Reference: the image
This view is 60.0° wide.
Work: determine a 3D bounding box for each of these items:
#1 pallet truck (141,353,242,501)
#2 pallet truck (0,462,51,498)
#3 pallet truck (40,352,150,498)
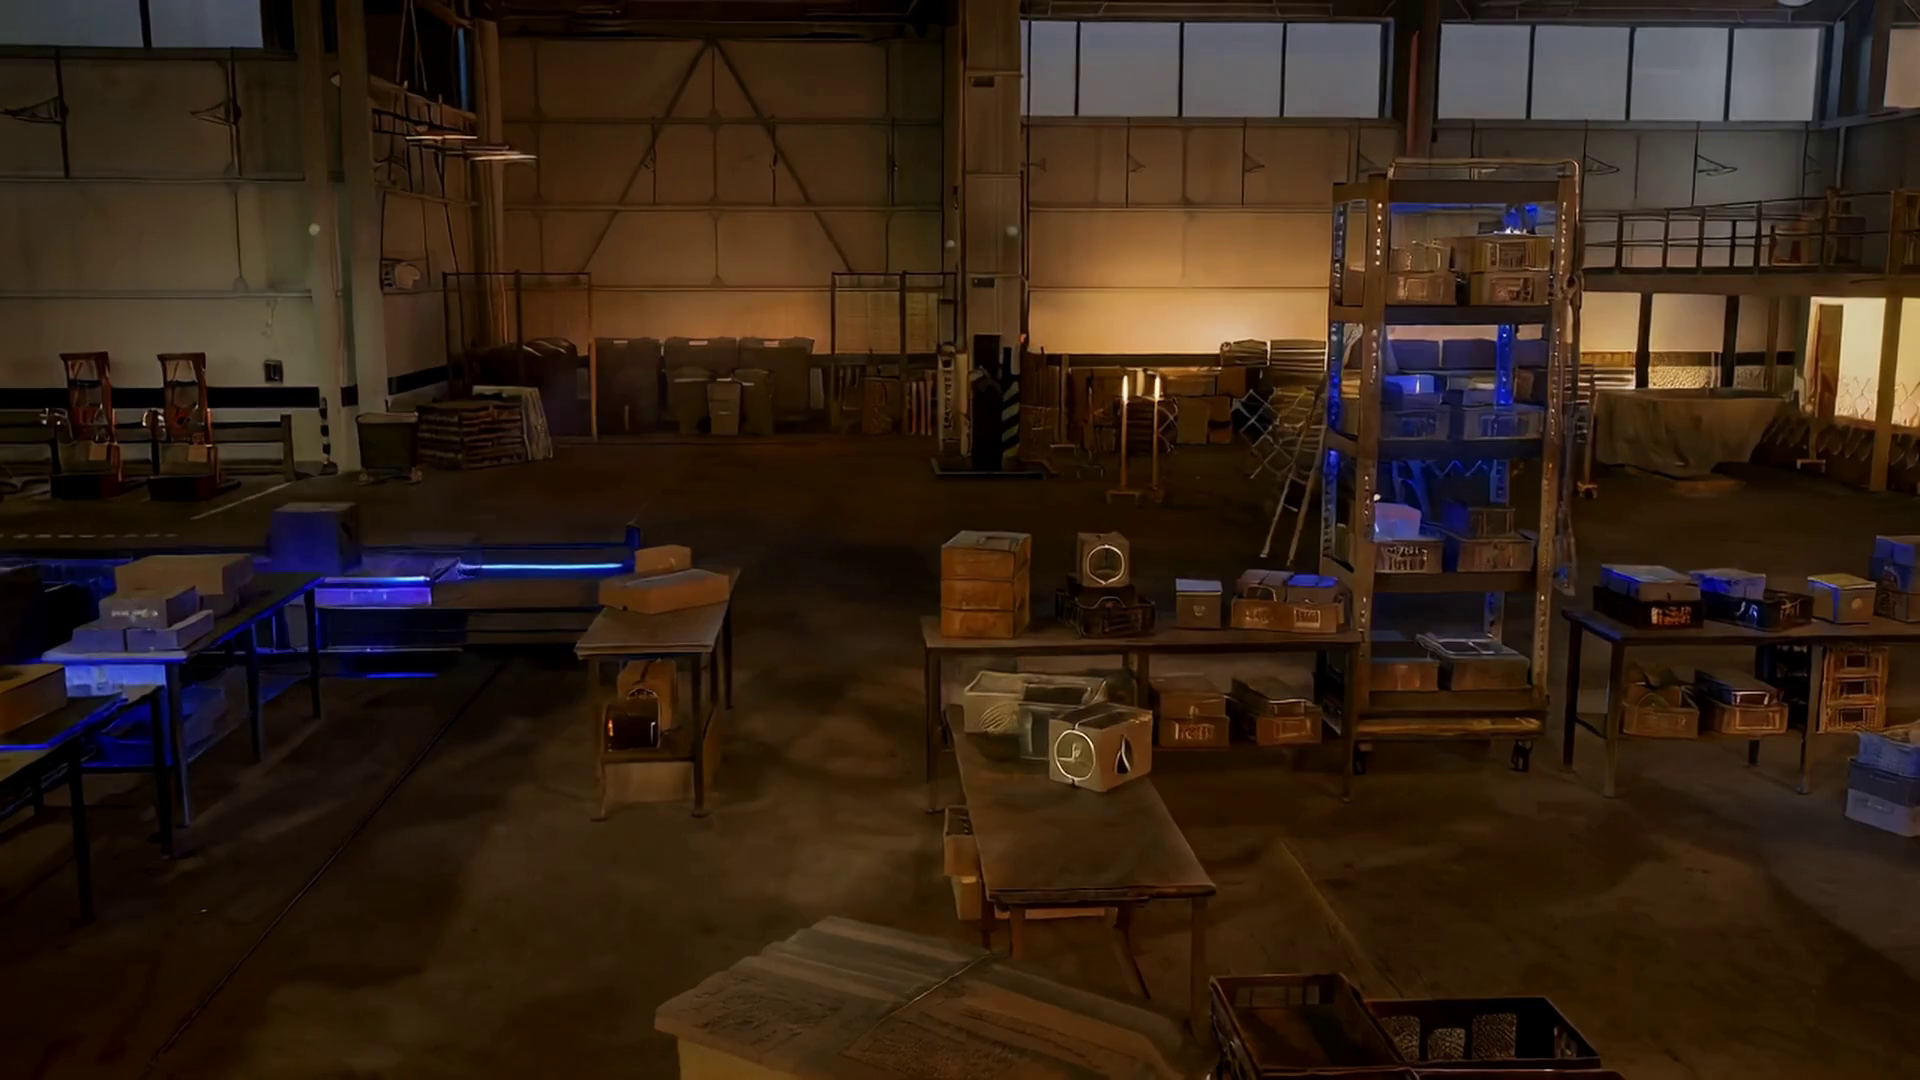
[{"bbox_3d":[-10.520,-1.604,22.925,0.823,1.965,1.885,-1,9,-6],"label":"pallet truck"},{"bbox_3d":[-13.193,-1.293,23.148,0.653,1.274,1.630,-1,9,-4],"label":"pallet truck"},{"bbox_3d":[-11.907,-1.642,23.165,0.823,1.965,1.885,0,9,0],"label":"pallet truck"}]
